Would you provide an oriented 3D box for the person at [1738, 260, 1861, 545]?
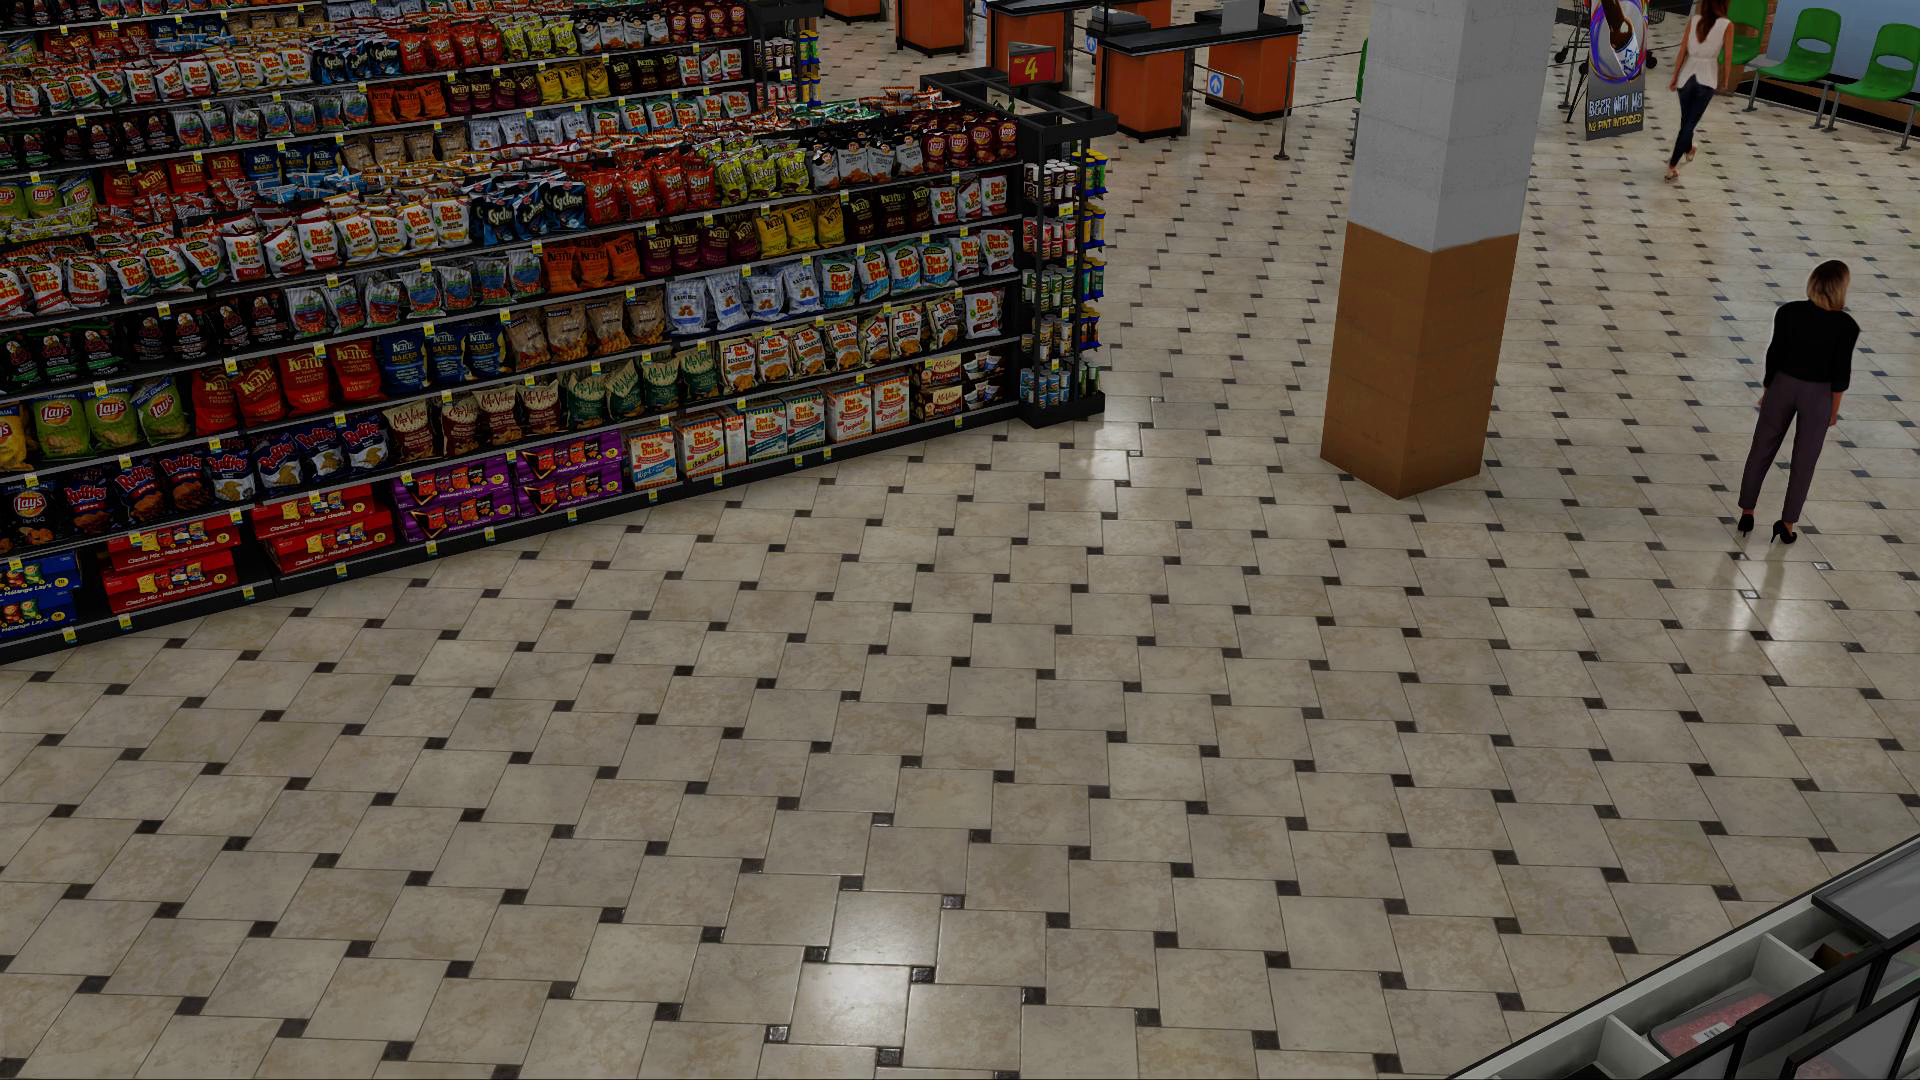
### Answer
[{"bbox_3d":[4.649,-0.753,9.238,0.655,1.672,0.627,23,36,35],"label":"person"}]

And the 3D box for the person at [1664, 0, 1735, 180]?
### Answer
[{"bbox_3d":[6.860,-4.234,15.536,0.865,1.745,1.160,22,36,35],"label":"person"}]
